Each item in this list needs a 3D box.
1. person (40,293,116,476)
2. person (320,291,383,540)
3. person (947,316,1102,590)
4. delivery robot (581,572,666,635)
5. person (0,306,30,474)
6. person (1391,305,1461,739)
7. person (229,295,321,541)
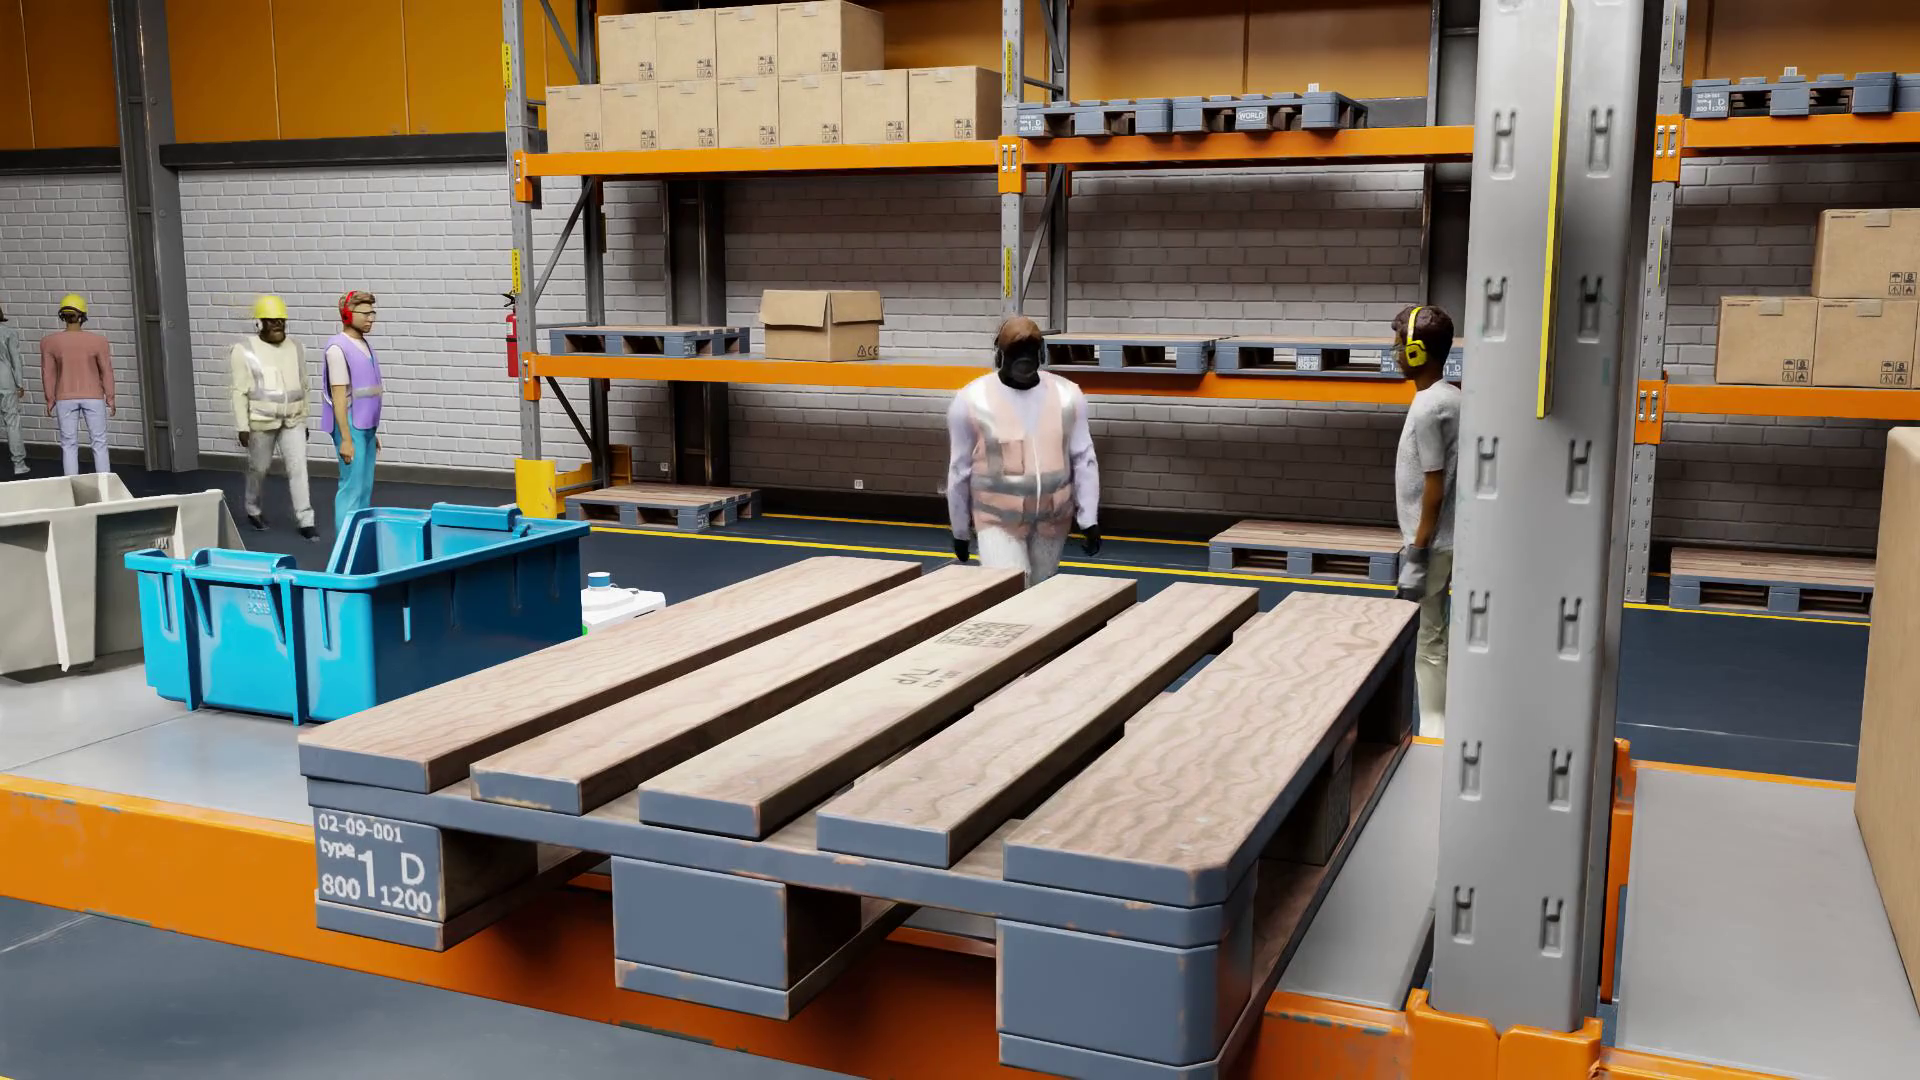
[{"bbox_3d":[-7.315,-1.158,13.834,0.533,1.767,0.327,-3,10,-20],"label":"person"},{"bbox_3d":[-3.916,-0.681,10.747,0.375,1.840,0.570,0,9,-2],"label":"person"},{"bbox_3d":[0.288,-0.064,7.215,0.622,1.791,0.944,-3,10,-18],"label":"person"},{"bbox_3d":[-1.698,0.396,7.861,0.477,0.478,0.707,4,10,23],"label":"delivery robot"},{"bbox_3d":[-9.218,-1.491,15.891,0.492,1.742,0.321,-4,10,-23],"label":"person"},{"bbox_3d":[1.764,0.044,6.344,0.335,1.865,0.519,4,10,25],"label":"person"},{"bbox_3d":[-5.072,-0.904,12.267,0.600,1.796,0.942,-9,13,-43],"label":"person"}]
